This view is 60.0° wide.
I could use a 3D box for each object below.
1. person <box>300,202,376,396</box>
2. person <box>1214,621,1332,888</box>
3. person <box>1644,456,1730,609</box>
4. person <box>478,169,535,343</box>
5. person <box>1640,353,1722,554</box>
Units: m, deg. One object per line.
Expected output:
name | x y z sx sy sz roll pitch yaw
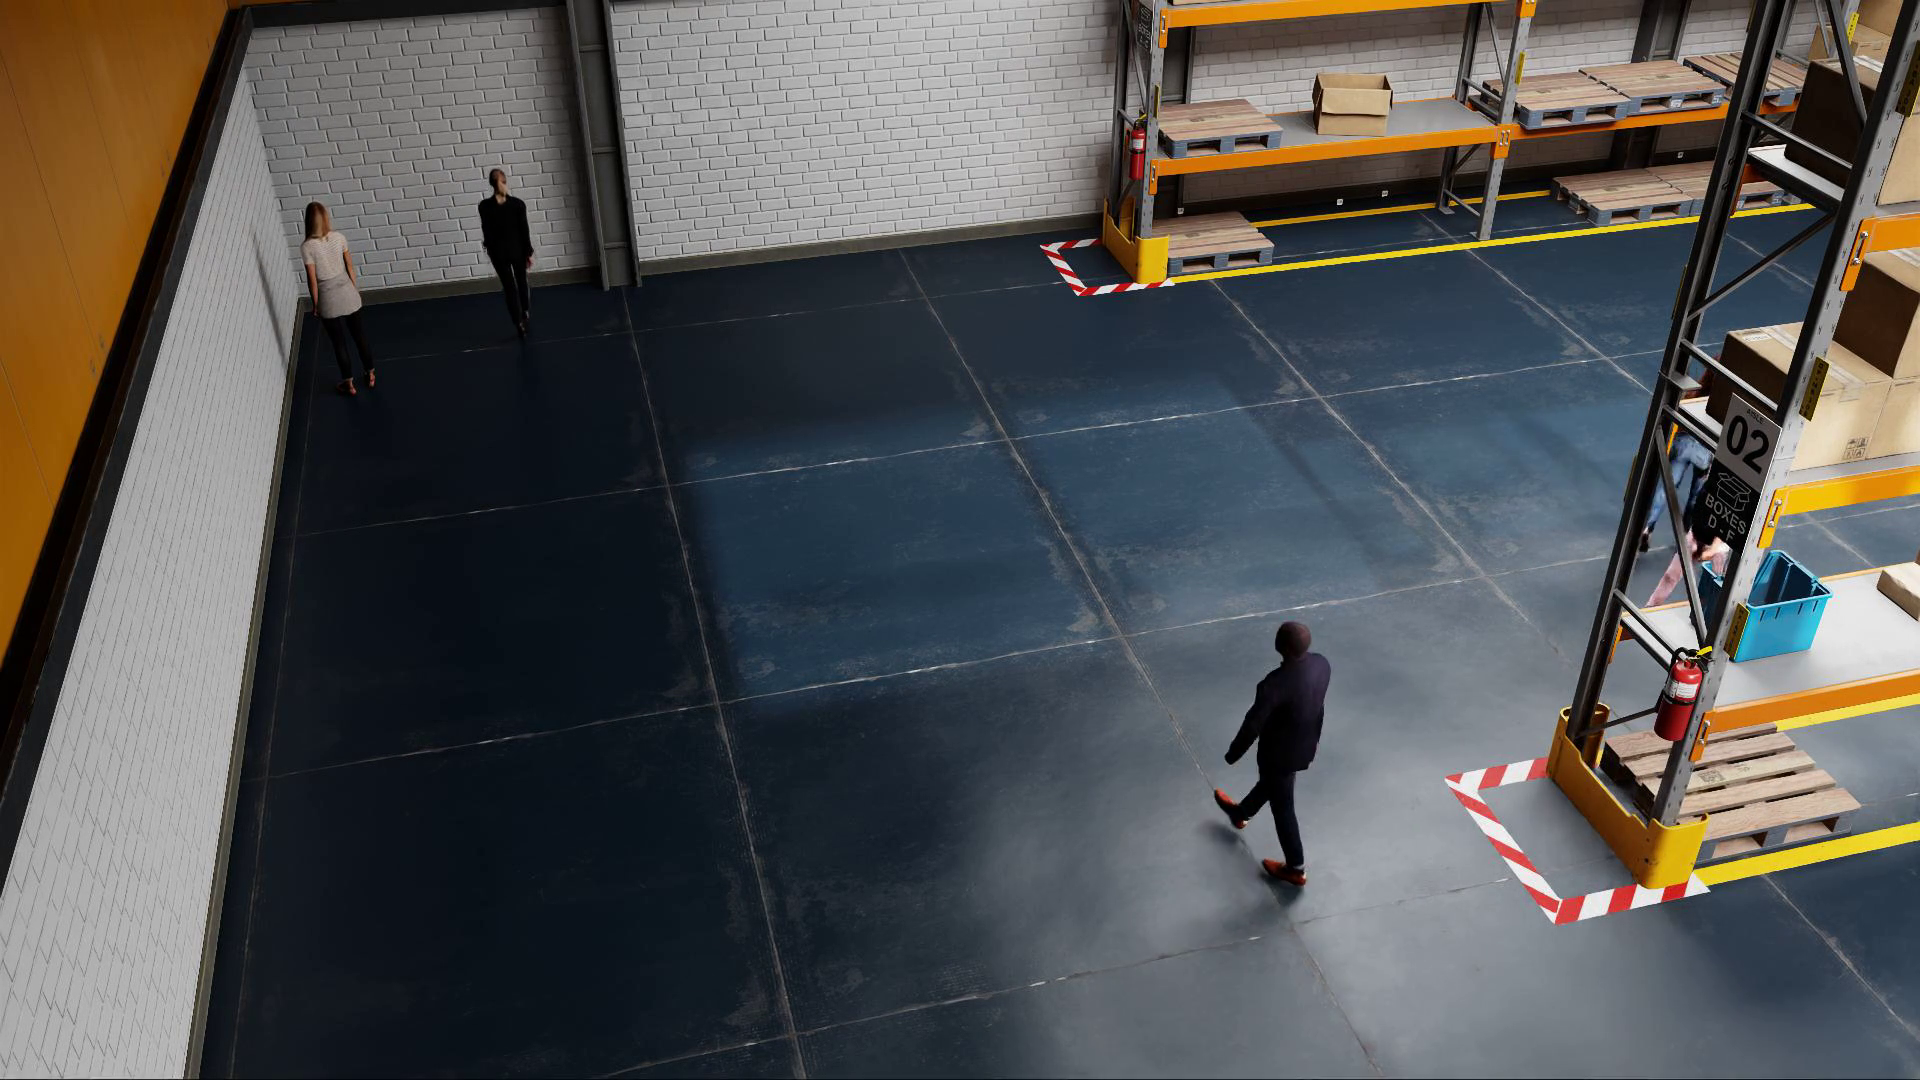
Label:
person | -5.611 -2.170 14.980 0.620 1.826 0.744 -27 42 -34
person | 1.979 1.306 9.790 1.142 1.782 1.080 -28 43 -35
person | 5.434 0.019 11.963 1.036 1.519 0.543 -10 35 -14
person | -4.305 -2.678 15.866 0.731 1.690 0.670 -9 35 -14
person | 5.600 -0.648 12.794 1.084 1.710 0.883 -27 42 -34
